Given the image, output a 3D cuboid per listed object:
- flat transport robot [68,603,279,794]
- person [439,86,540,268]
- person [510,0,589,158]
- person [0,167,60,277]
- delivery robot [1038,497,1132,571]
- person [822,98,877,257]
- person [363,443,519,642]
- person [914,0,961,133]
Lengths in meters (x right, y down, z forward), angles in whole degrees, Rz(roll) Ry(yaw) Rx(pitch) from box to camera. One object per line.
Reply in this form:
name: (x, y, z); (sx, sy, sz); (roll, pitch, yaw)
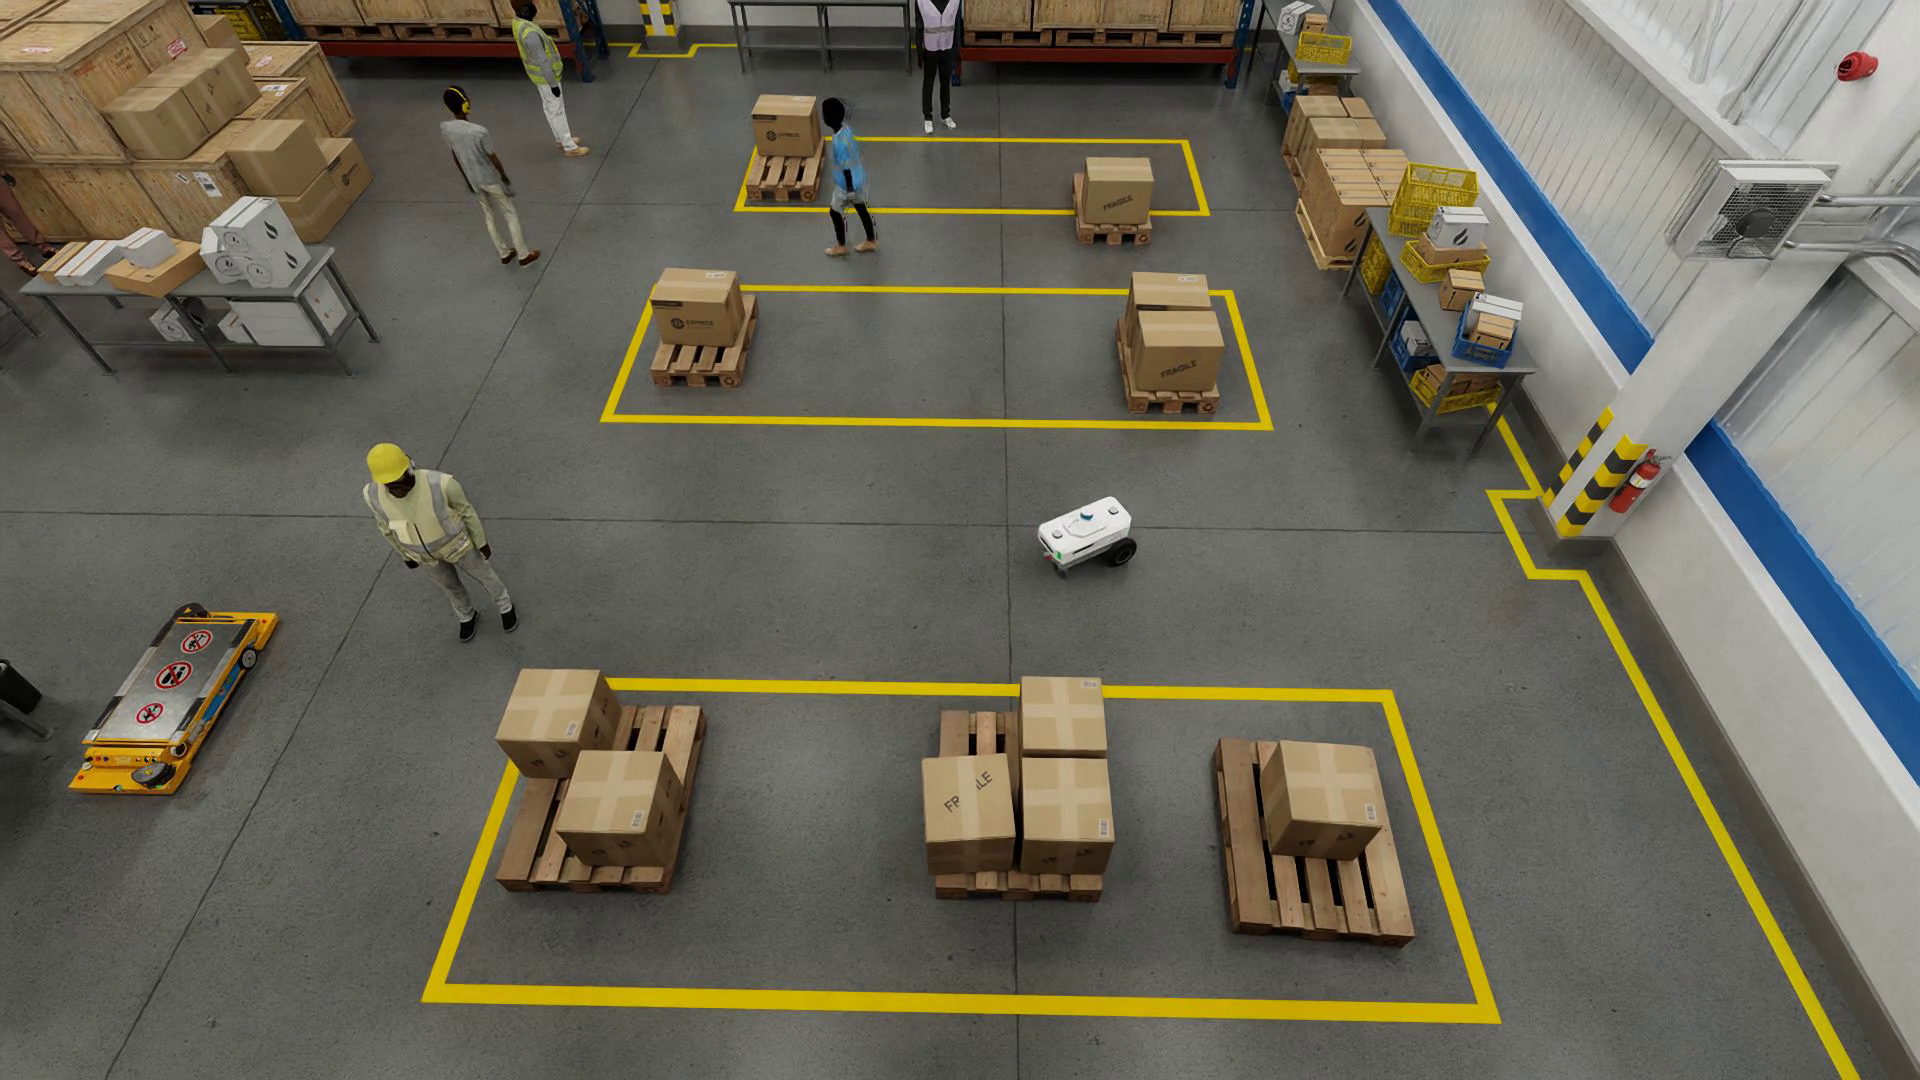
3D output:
flat transport robot: (-5.504, 1.072, 6.442); (0.652, 0.197, 1.431); (1, 50, 1)
person: (-4.884, -3.697, 9.450); (0.503, 1.857, 0.329); (6, 50, 5)
person: (-4.981, -5.595, 11.061); (0.429, 1.847, 0.627); (-27, 55, -21)
person: (-10.053, -3.651, 9.375); (0.405, 1.906, 0.653); (9, 50, 7)
delivery robot: (0.969, -0.068, 7.163); (0.707, 0.478, 0.477); (-22, 53, -18)
person: (-1.239, -3.776, 9.632); (0.683, 1.662, 0.542); (2, 50, 2)
person: (-3.569, 0.036, 6.300); (0.594, 1.837, 0.404); (-11, 51, -10)
person: (-0.273, -6.130, 11.469); (0.587, 1.914, 0.392); (-17, 52, -14)
